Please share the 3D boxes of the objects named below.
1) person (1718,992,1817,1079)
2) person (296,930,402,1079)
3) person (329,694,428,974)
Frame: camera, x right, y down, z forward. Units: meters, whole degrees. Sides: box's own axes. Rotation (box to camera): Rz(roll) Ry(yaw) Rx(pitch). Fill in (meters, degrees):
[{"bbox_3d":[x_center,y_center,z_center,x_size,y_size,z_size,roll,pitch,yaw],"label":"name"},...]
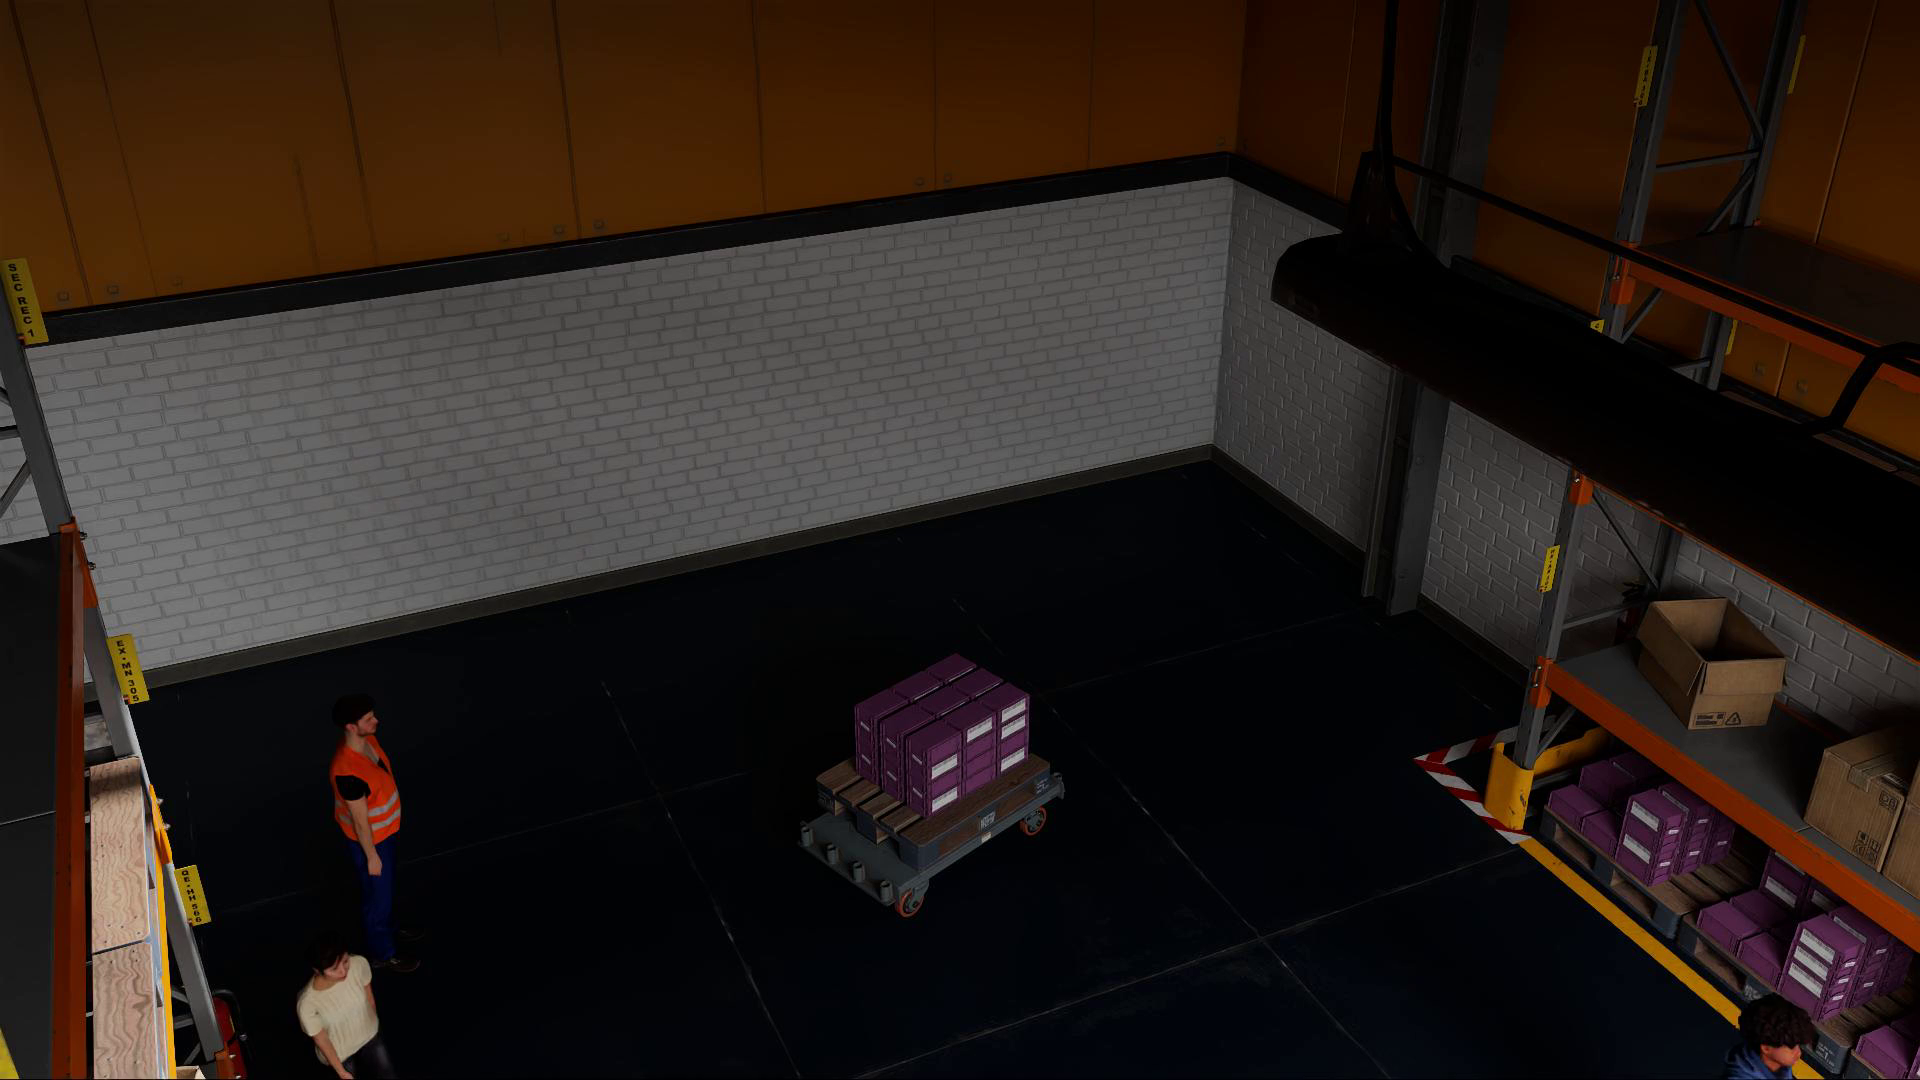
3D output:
[{"bbox_3d":[3.588,2.839,7.883,0.839,1.769,1.203,-19,34,-31],"label":"person"},{"bbox_3d":[-3.194,2.581,8.569,0.893,1.564,0.772,20,34,32],"label":"person"},{"bbox_3d":[-3.483,1.715,9.826,0.813,1.880,0.658,-5,29,-9],"label":"person"}]
